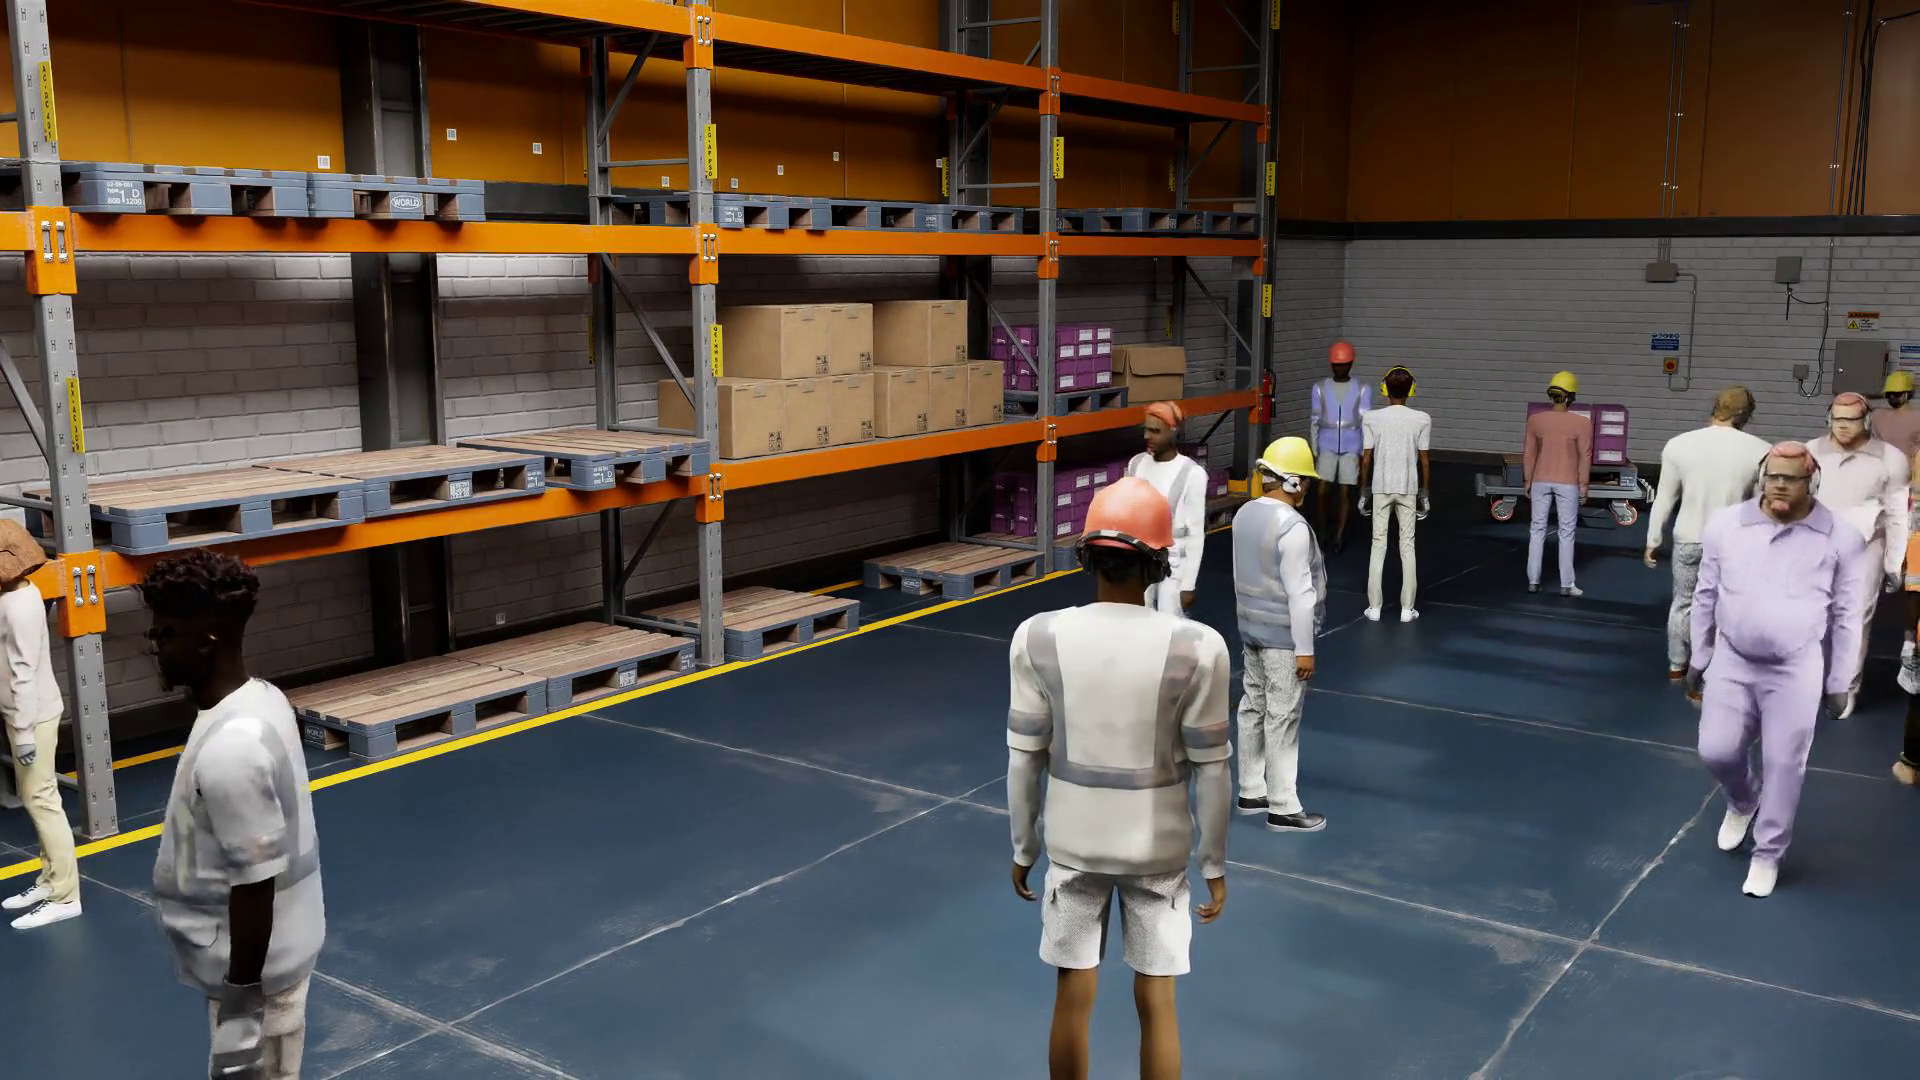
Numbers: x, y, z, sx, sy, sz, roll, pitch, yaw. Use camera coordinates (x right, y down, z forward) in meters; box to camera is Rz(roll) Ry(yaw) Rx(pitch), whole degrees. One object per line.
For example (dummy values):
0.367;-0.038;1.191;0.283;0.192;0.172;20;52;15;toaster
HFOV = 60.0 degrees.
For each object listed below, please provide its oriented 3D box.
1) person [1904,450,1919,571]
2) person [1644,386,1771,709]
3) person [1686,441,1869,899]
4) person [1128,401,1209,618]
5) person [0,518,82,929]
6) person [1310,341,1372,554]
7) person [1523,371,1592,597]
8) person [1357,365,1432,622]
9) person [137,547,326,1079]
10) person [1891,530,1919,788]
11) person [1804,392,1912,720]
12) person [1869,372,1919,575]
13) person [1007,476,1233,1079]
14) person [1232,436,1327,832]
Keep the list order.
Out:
5.972;0.019;9.936;0.551;1.912;0.745;6;11;32;person
4.490;0.025;9.958;0.696;1.881;0.839;6;11;31;person
3.398;0.520;6.965;0.662;1.894;0.516;7;12;38;person
1.088;0.173;9.104;0.416;1.871;0.611;-7;12;-37;person
-3.714;0.719;6.601;0.282;1.625;0.492;-6;11;-30;person
3.400;-0.815;14.875;0.549;1.920;0.482;3;10;15;person
4.681;-0.437;13.057;0.526;1.768;0.330;8;12;38;person
3.168;-0.336;12.132;0.516;1.876;0.327;2;10;14;person
-1.710;0.998;3.994;0.429;1.965;0.651;-3;10;-20;person
4.788;0.481;7.953;0.538;1.647;0.849;2;10;11;person
5.087;0.083;9.601;0.687;1.888;0.464;8;12;40;person
7.731;-0.526;13.740;0.897;1.719;0.526;-8;13;-41;person
0.443;0.840;4.630;0.616;2.041;0.378;2;10;14;person
1.487;0.431;7.711;0.403;1.826;0.586;-3;10;-19;person
